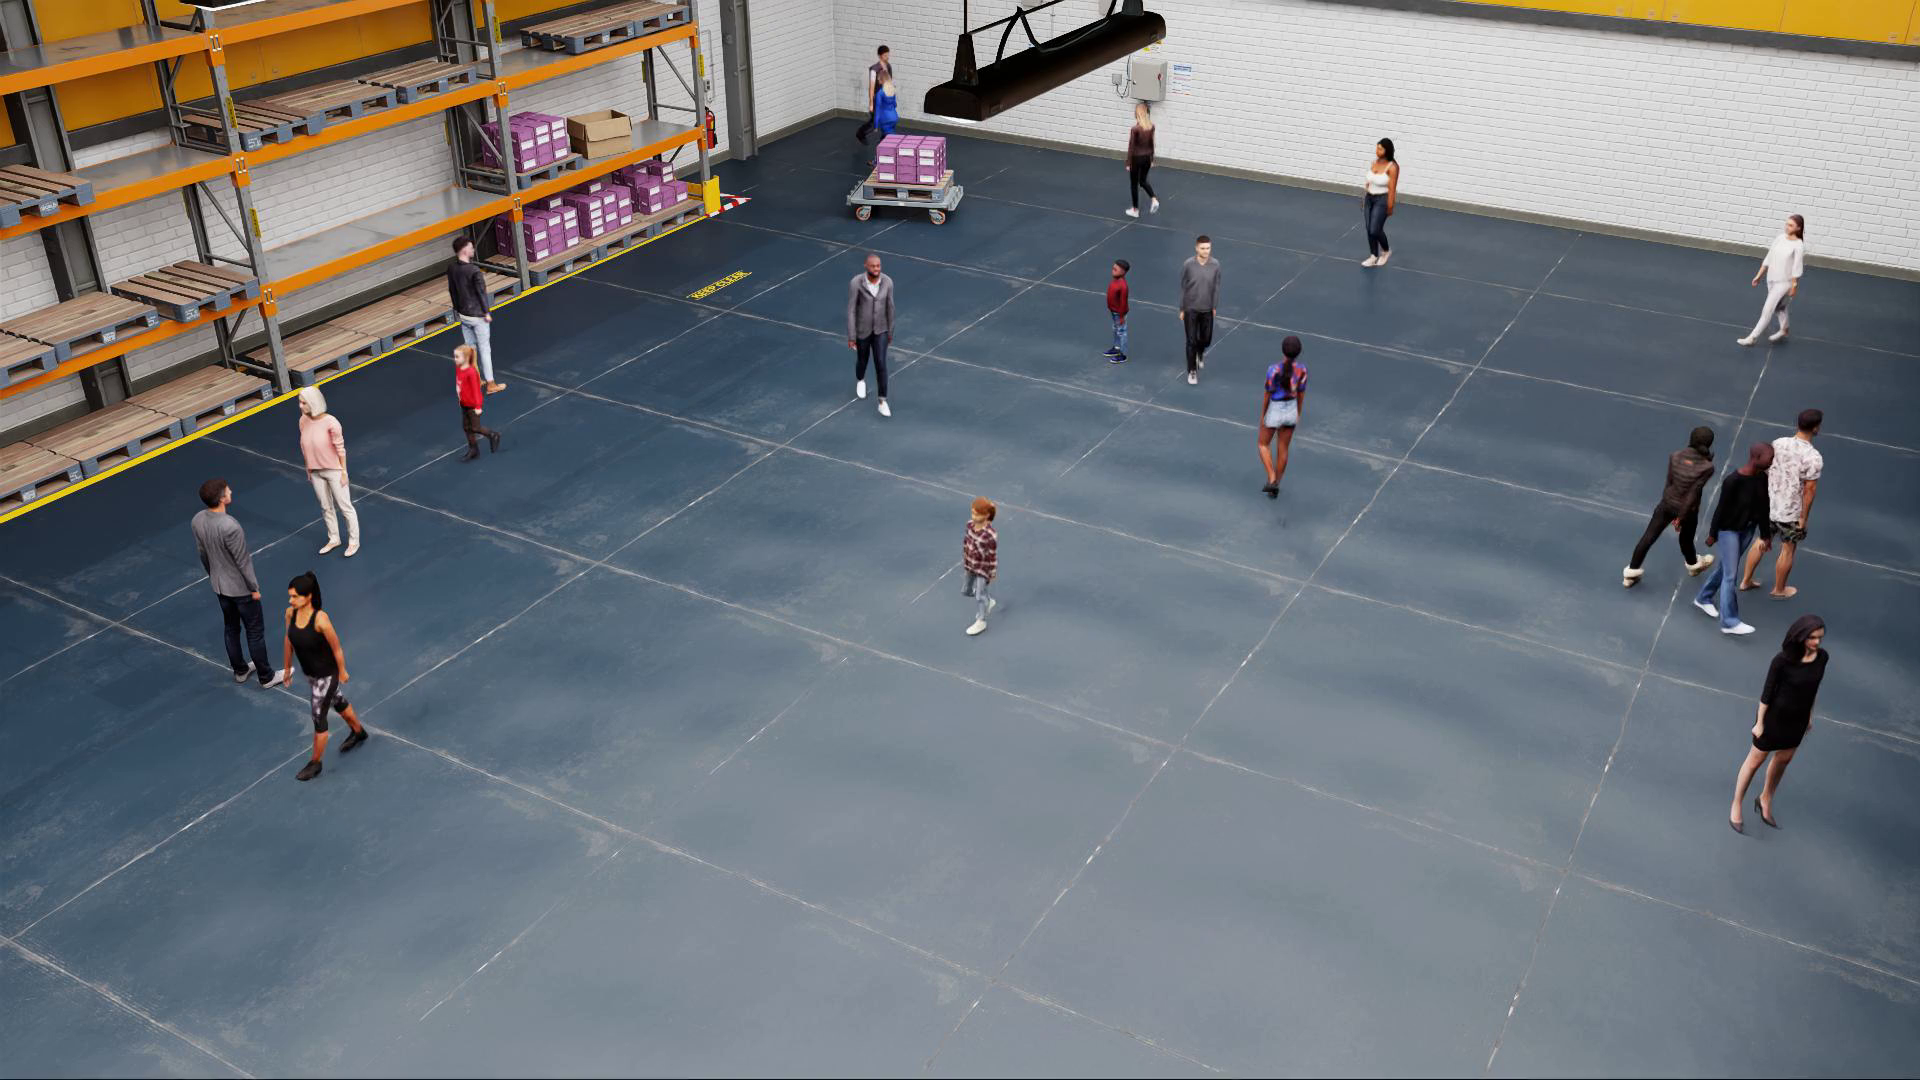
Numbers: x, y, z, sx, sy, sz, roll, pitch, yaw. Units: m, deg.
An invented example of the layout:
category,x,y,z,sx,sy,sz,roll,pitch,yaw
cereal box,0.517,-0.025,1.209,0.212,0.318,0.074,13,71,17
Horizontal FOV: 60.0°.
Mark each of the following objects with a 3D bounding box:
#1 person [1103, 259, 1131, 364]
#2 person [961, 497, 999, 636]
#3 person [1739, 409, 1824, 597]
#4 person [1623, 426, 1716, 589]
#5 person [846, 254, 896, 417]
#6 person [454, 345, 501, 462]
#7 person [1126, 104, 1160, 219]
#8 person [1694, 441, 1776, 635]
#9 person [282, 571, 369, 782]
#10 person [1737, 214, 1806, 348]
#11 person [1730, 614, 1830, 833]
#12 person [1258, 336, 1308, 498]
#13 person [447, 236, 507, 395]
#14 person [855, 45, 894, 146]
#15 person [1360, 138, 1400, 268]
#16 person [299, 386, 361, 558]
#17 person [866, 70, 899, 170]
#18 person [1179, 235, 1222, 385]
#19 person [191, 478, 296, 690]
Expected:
category,x,y,z,sx,sy,sz,roll,pitch,yaw
person,1.915,-2.767,19.950,0.637,1.255,0.573,-6,29,-12
person,0.214,0.194,14.476,0.691,1.298,0.626,-24,37,-37
person,7.367,-0.324,14.885,0.904,1.816,0.849,-14,32,-24
person,6.567,-0.311,15.073,1.222,1.613,0.931,-25,37,-38
person,-1.029,-2.346,18.626,1.177,1.784,1.261,-6,29,-11
person,-5.111,-1.452,17.521,0.562,1.272,0.721,22,35,34
person,2.737,-5.584,24.662,0.855,1.688,0.834,-21,35,-34
person,6.734,-0.092,14.572,1.002,1.708,0.999,-10,30,-18
person,-4.831,0.949,12.736,0.581,1.639,0.955,17,33,28
person,10.041,-3.149,20.242,1.129,1.646,1.069,-7,29,-13
person,5.891,1.306,11.911,0.669,1.803,0.707,-5,29,-9
person,3.218,-1.193,16.562,0.760,1.735,0.820,-4,29,-7
person,-5.558,-2.558,18.960,0.657,1.836,0.555,14,31,23
person,-1.399,-7.336,27.760,0.933,1.796,1.163,25,37,37
person,5.804,-4.617,22.775,0.843,1.797,0.788,-14,31,-24
person,-5.928,-0.660,15.597,0.646,1.724,0.597,8,30,14
person,-1.062,-6.622,26.593,0.705,1.661,0.965,18,34,30
person,2.752,-2.712,19.332,0.839,1.750,0.933,-1,29,-3
person,-5.920,0.354,13.581,0.690,1.874,0.614,13,31,22
